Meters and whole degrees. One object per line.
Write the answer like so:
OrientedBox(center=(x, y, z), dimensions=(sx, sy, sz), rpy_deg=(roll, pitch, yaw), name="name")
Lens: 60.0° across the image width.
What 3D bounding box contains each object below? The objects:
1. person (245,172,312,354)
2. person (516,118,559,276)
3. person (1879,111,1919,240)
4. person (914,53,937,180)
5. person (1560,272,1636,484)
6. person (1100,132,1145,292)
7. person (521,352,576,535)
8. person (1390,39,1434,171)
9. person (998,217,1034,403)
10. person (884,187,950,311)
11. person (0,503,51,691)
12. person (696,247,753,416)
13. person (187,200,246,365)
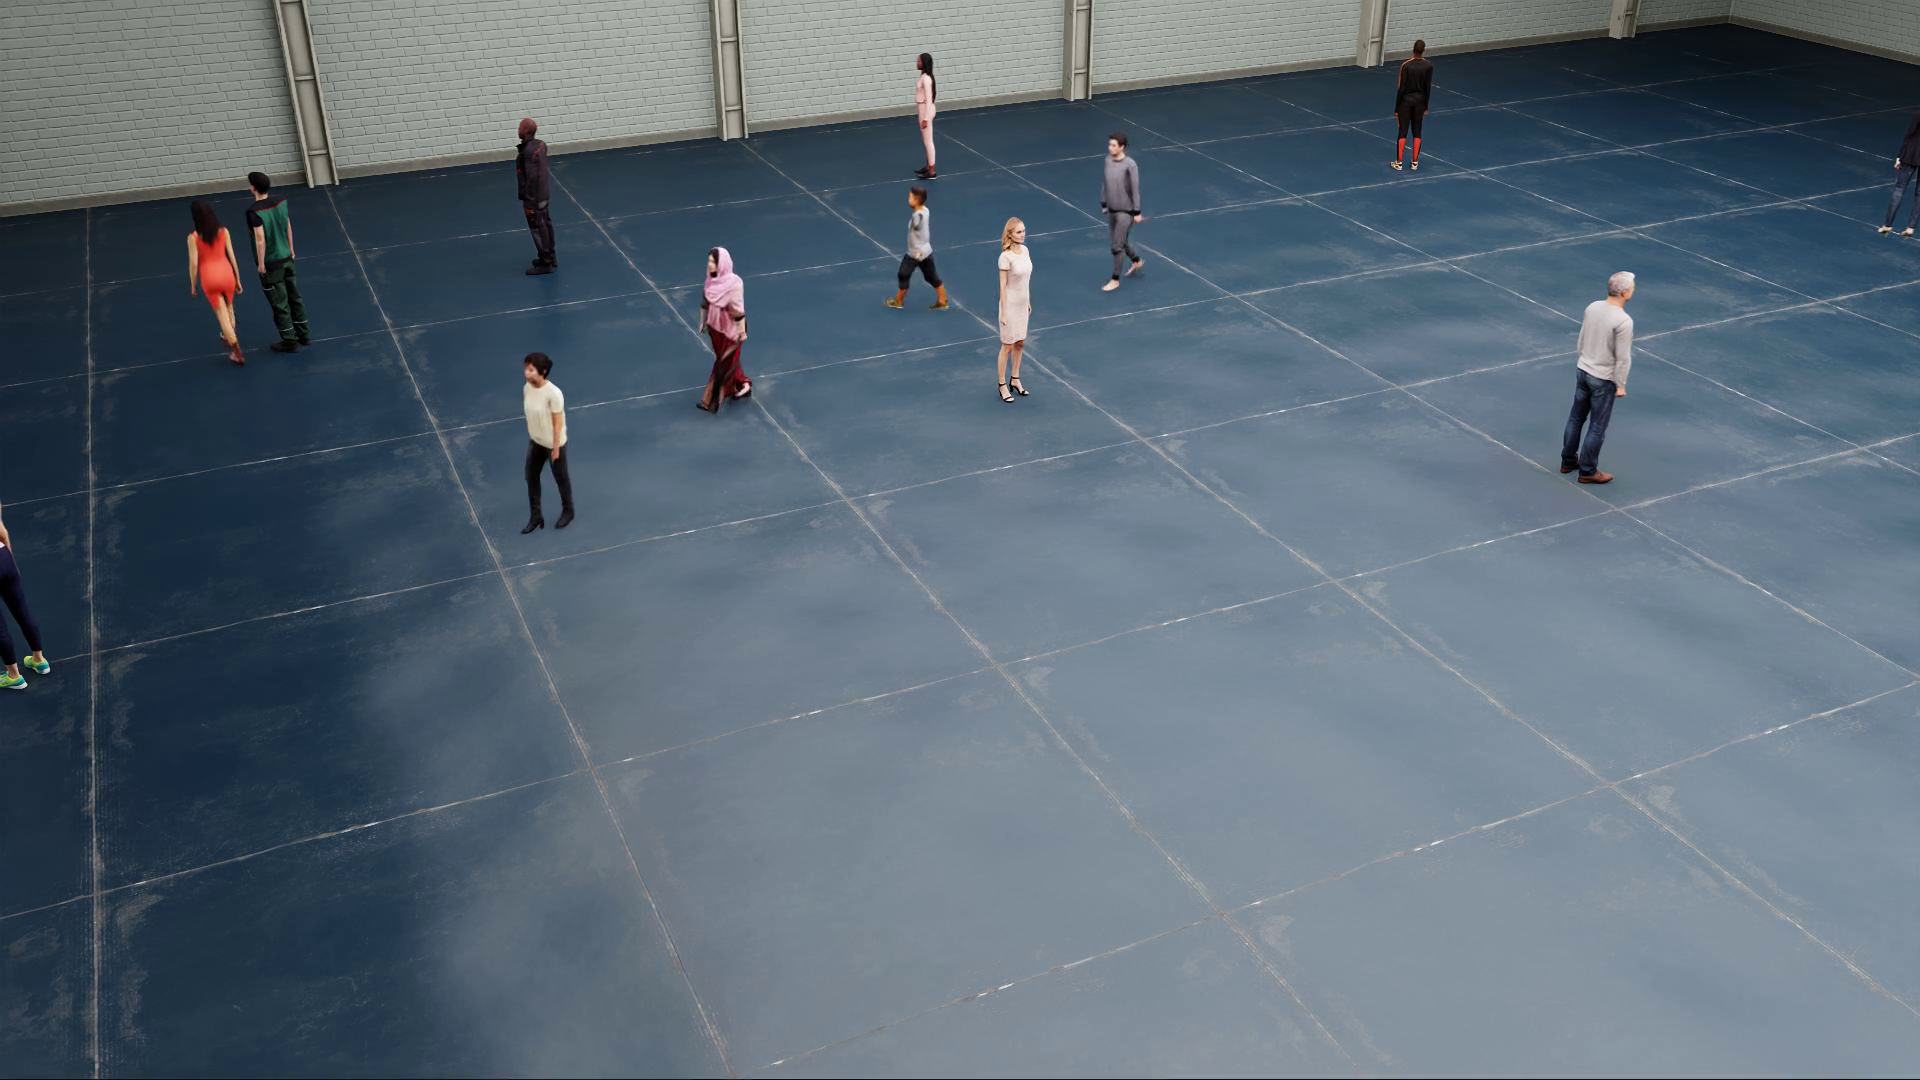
OrientedBox(center=(-7.139, -2.908, 17.349), dimensions=(0.804, 1.899, 0.757), rpy_deg=(8, 29, 15), name="person")
OrientedBox(center=(-4.984, -4.065, 19.599), dimensions=(0.768, 1.825, 0.788), rpy_deg=(0, 28, 1), name="person")
OrientedBox(center=(10.866, -4.313, 18.887), dimensions=(0.821, 1.782, 0.791), rpy_deg=(10, 29, 17), name="person")
OrientedBox(center=(-0.468, -5.916, 23.186), dimensions=(0.646, 1.720, 0.680), rpy_deg=(-2, 28, -4), name="person")
OrientedBox(center=(5.599, -1.433, 14.567), dimensions=(0.641, 1.909, 0.755), rpy_deg=(-10, 29, -17), name="person")
OrientedBox(center=(1.915, -3.794, 19.112), dimensions=(1.047, 1.805, 0.823), rpy_deg=(-18, 33, -30), name="person")
OrientedBox(center=(-3.363, -0.829, 13.791), dimensions=(0.781, 1.573, 0.857), rpy_deg=(18, 33, 30), name="person")
OrientedBox(center=(6.407, -6.174, 23.579), dimensions=(0.607, 1.808, 0.763), rpy_deg=(-1, 28, -2), name="person")
OrientedBox(center=(0.522, -2.252, 16.190), dimensions=(0.702, 1.830, 0.563), rpy_deg=(23, 36, 36), name="person")
OrientedBox(center=(-0.387, -3.263, 18.524), dimensions=(1.063, 1.420, 0.962), rpy_deg=(7, 29, 12), name="person")
OrientedBox(center=(-6.773, 0.247, 11.634), dimensions=(0.742, 1.702, 0.670), rpy_deg=(12, 30, 21), name="person")
OrientedBox(center=(-2.205, -2.052, 16.061), dimensions=(0.894, 1.598, 1.124), rpy_deg=(22, 35, 36), name="person")
OrientedBox(center=(-7.544, -2.605, 16.990), dimensions=(0.867, 1.700, 0.952), rpy_deg=(24, 36, 37), name="person")
